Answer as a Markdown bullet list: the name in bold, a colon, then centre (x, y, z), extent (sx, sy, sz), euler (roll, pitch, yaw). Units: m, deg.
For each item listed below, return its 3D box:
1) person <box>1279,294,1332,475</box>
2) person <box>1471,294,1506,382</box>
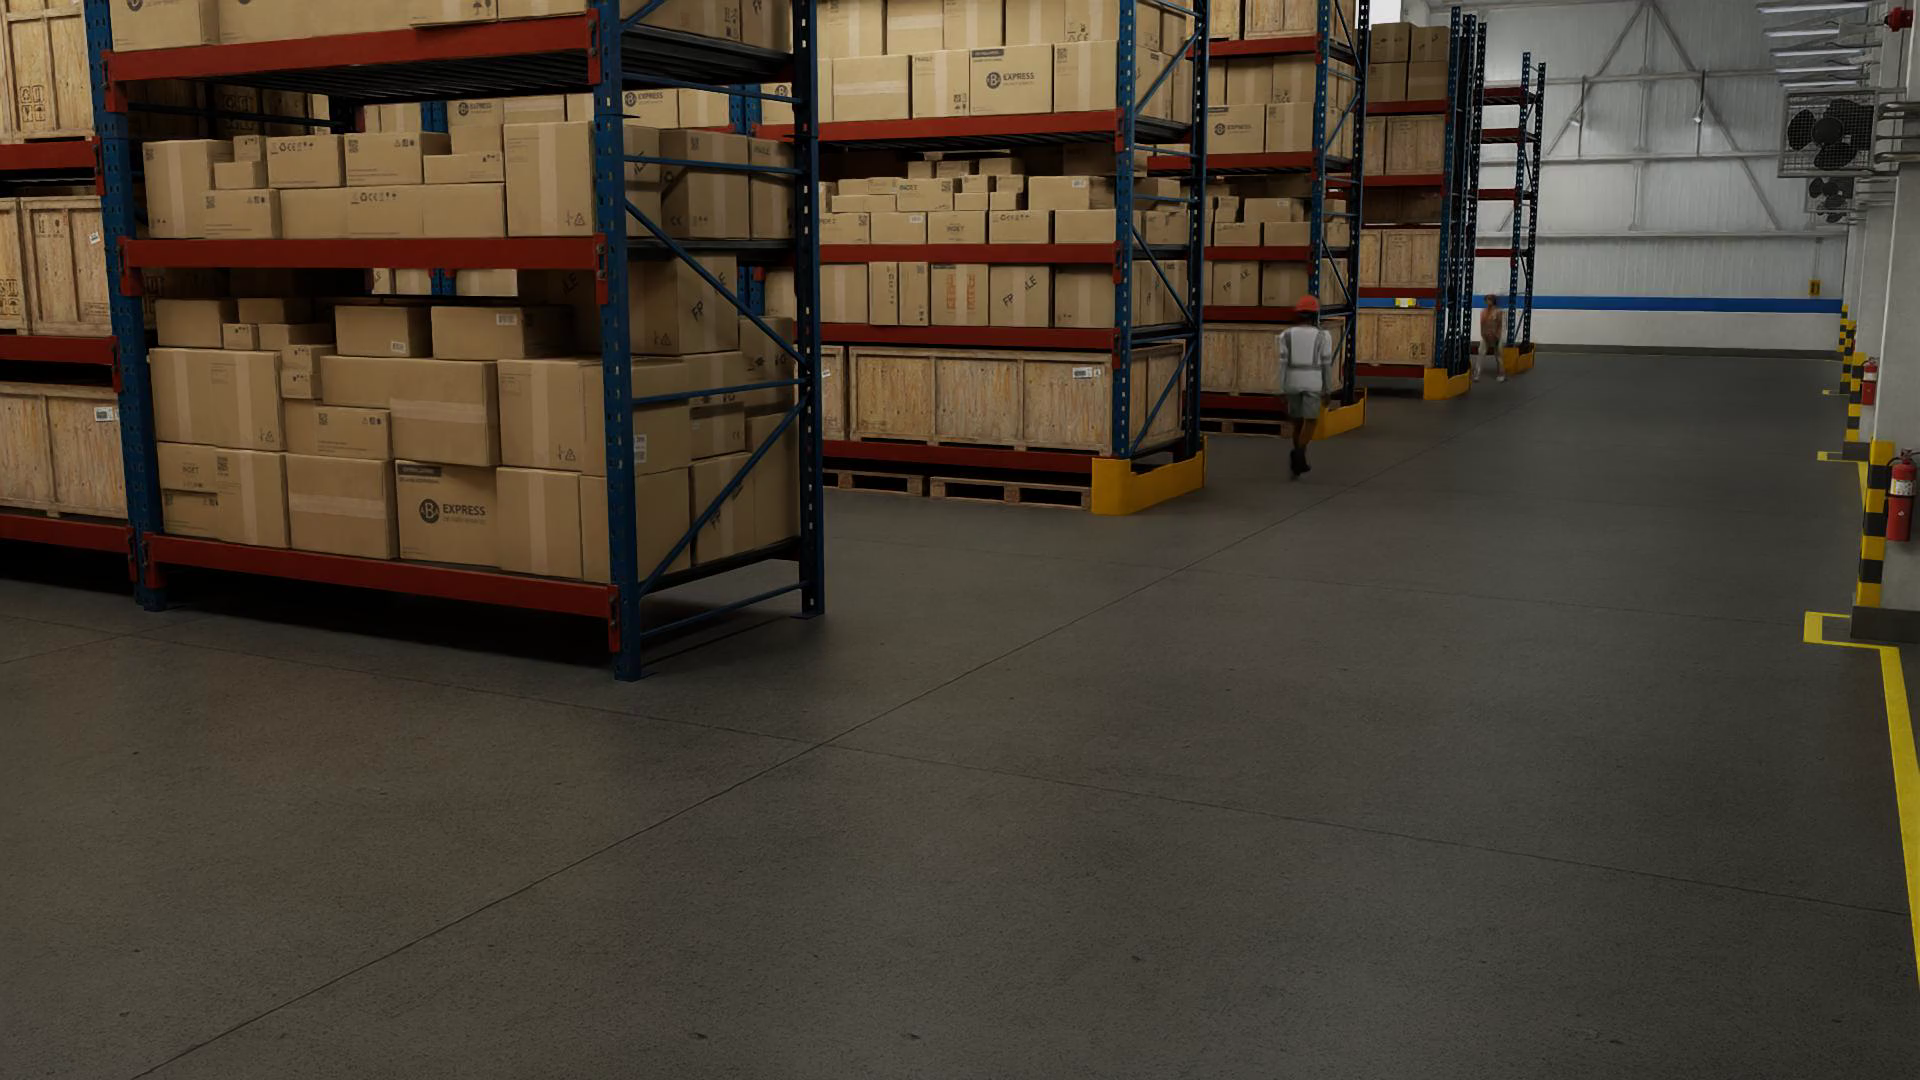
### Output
- **person**: centre (3.582, -1.608, 17.376), extent (0.550, 1.916, 0.770), euler (5, 11, 25)
- **person**: centre (9.623, -3.647, 30.109), extent (0.878, 1.588, 0.530), euler (-7, 12, -36)
